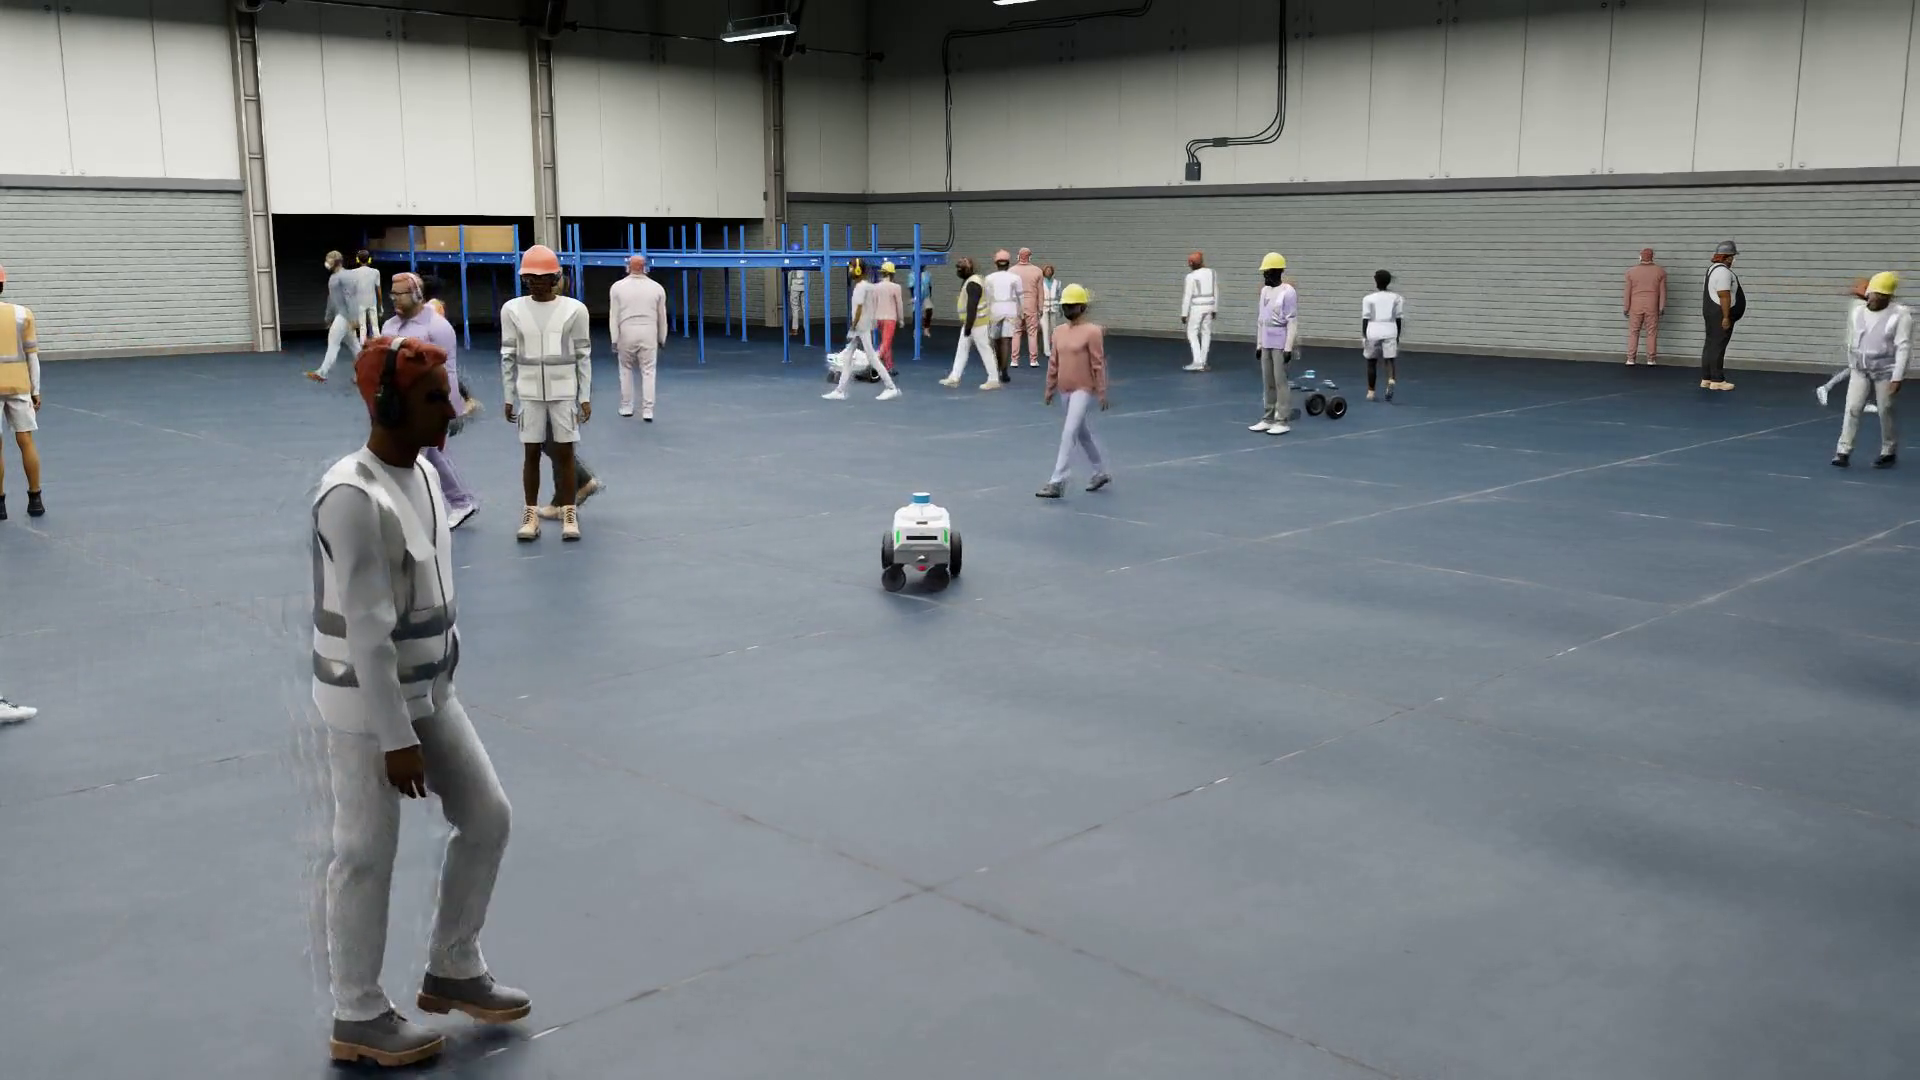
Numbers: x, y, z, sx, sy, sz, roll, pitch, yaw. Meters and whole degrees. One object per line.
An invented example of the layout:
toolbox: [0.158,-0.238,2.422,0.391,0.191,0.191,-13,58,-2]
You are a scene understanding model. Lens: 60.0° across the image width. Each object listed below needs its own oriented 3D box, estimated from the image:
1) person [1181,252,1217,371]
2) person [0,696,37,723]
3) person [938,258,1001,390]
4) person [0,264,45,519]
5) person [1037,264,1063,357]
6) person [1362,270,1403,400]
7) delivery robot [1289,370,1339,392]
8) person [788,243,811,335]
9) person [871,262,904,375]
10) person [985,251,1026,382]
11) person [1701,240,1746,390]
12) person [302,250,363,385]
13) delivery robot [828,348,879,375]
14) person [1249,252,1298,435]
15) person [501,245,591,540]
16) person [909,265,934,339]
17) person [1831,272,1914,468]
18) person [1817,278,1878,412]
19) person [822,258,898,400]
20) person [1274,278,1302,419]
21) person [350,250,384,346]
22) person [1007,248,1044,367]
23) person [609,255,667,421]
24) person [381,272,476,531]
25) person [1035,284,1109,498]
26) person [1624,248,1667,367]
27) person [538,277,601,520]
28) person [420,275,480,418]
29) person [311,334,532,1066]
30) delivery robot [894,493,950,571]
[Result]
person: [3.762,-3.555,25.936,0.681,1.855,0.520,-6,12,-30]
person: [-4.420,0.012,7.123,0.622,1.614,0.506,-5,12,-27]
person: [0.134,-2.959,22.823,0.912,1.792,0.635,-2,11,-11]
person: [-7.217,-1.137,12.508,0.542,1.938,0.357,-9,14,-40]
person: [1.547,-4.045,29.250,0.521,1.609,0.775,-2,11,-11]
person: [5.381,-2.607,21.202,0.536,1.678,0.703,1,10,3]
delivery robot: [4.079,-1.860,19.375,0.698,0.223,0.335,-4,11,-23]
person: [-3.447,-5.352,35.459,0.605,1.949,0.382,-8,13,-38]
person: [-1.143,-3.307,24.927,0.508,1.720,0.897,7,13,34]
person: [0.657,-3.285,24.380,0.581,1.867,0.999,1,10,7]
person: [10.579,-3.100,23.047,0.538,2.000,0.682,1,10,6]
person: [-8.863,-3.142,23.563,1.012,1.884,0.660,-7,12,-32]
delivery robot: [-1.552,-2.601,24.128,0.707,0.478,0.477,-5,12,-26]
person: [3.350,-2.099,17.786,0.382,1.924,0.594,-5,11,-23]
person: [-2.867,-1.013,11.552,0.610,2.040,0.394,-1,10,-5]
person: [-0.794,-4.942,33.946,0.537,1.684,0.471,-5,11,-24]
person: [8.256,-1.523,15.028,0.910,1.775,0.617,-7,12,-33]
person: [10.821,-2.365,20.102,0.673,1.609,0.503,2,11,10]
person: [-1.265,-2.709,21.403,0.967,1.832,0.514,-3,11,-14]
person: [3.740,-2.212,19.219,0.452,1.616,0.533,-6,12,-30]
person: [-9.963,-3.924,27.921,0.535,1.859,0.309,-6,12,-28]
person: [1.034,-3.734,26.758,0.646,1.908,0.408,0,10,2]
person: [-3.725,-2.333,19.206,0.675,1.871,0.852,-4,11,-19]
person: [-3.802,-0.943,11.674,0.659,1.861,0.995,7,12,32]
person: [0.945,-1.223,13.564,0.929,1.720,0.537,-9,14,-41]
person: [11.098,-3.773,26.973,0.642,1.907,0.410,4,11,21]
person: [-3.010,-1.072,12.428,0.417,1.836,0.533,-2,11,-10]
person: [-6.030,-2.233,19.235,0.838,1.662,0.530,0,10,2]
person: [-1.369,0.425,4.203,0.619,1.866,0.597,1,10,7]
delivery robot: [-0.235,-0.046,10.193,0.477,0.478,0.707,0,10,-1]
